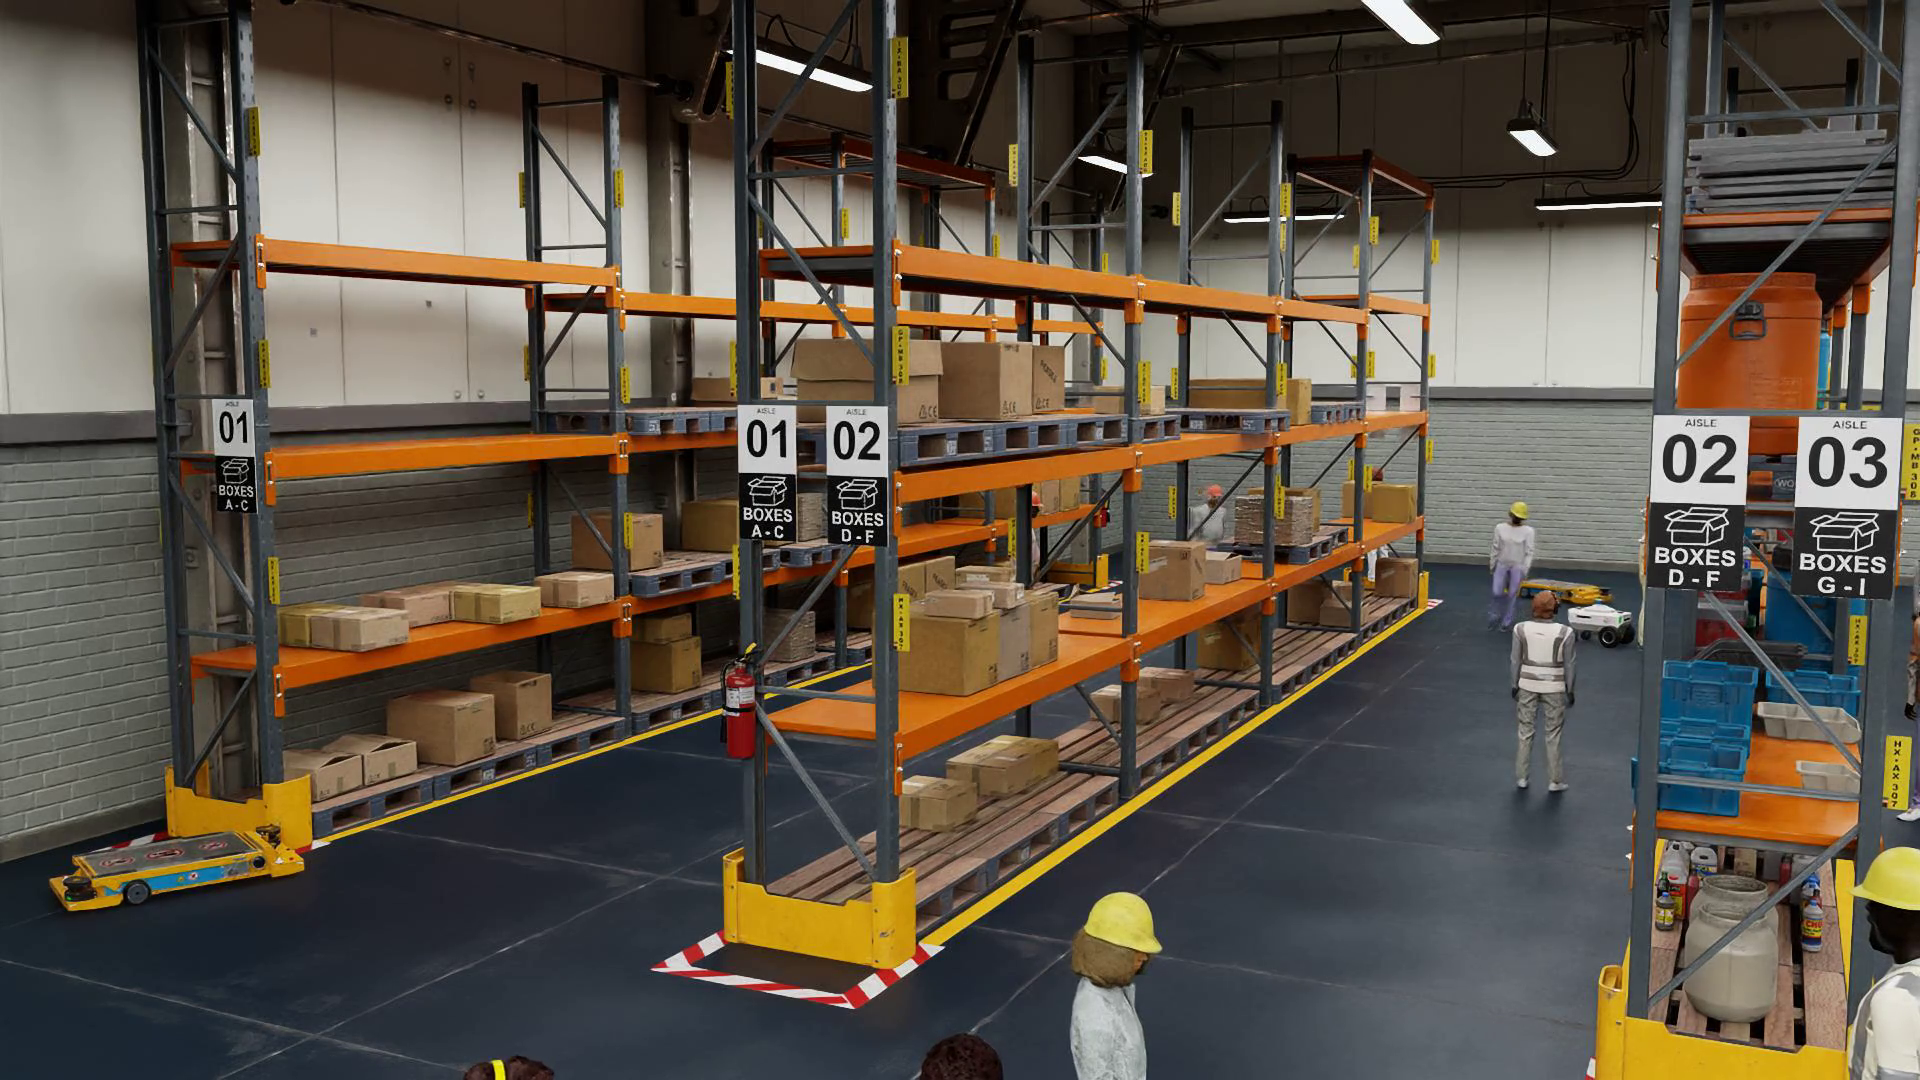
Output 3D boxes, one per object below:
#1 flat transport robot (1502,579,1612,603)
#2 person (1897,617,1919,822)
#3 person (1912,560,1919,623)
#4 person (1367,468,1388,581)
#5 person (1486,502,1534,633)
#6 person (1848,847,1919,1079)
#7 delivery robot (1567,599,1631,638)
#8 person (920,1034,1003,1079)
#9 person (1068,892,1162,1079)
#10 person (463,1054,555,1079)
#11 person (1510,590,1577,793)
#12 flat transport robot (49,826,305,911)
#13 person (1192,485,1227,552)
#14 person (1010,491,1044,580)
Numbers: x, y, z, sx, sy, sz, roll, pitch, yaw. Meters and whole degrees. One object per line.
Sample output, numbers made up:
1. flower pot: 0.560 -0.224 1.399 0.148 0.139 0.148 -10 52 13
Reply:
1. flat transport robot: 8.872 0.747 24.743 0.652 0.197 1.431 -4 7 -34
2. person: 7.352 1.198 12.418 0.374 1.920 0.585 -4 7 -33
3. person: 10.506 0.742 17.885 0.504 1.698 0.906 2 6 23
4. person: 6.527 -0.191 26.103 0.585 1.882 0.337 -3 7 -26
5. person: 7.091 0.364 21.421 0.547 1.731 0.551 3 7 28
6. person: 2.988 1.927 5.296 0.362 1.928 0.587 6 8 44
7. delivery robot: 7.932 0.980 20.659 0.707 0.478 0.477 5 8 43
8. person: 0.002 2.082 3.827 0.591 1.920 0.393 0 6 2
9. person: 0.498 2.006 5.455 0.311 1.735 0.483 1 6 7
10. person: -1.040 2.105 3.861 0.321 1.866 0.532 -3 7 -29
11. person: 4.732 1.225 13.508 0.523 1.638 0.310 4 7 33
12. flat transport robot: -5.179 2.158 11.022 1.431 0.197 0.652 -5 7 -37
13. person: 3.660 0.062 24.435 0.632 1.725 0.341 -3 7 -26
14. person: 0.798 0.406 19.813 0.402 1.985 0.618 0 6 2
